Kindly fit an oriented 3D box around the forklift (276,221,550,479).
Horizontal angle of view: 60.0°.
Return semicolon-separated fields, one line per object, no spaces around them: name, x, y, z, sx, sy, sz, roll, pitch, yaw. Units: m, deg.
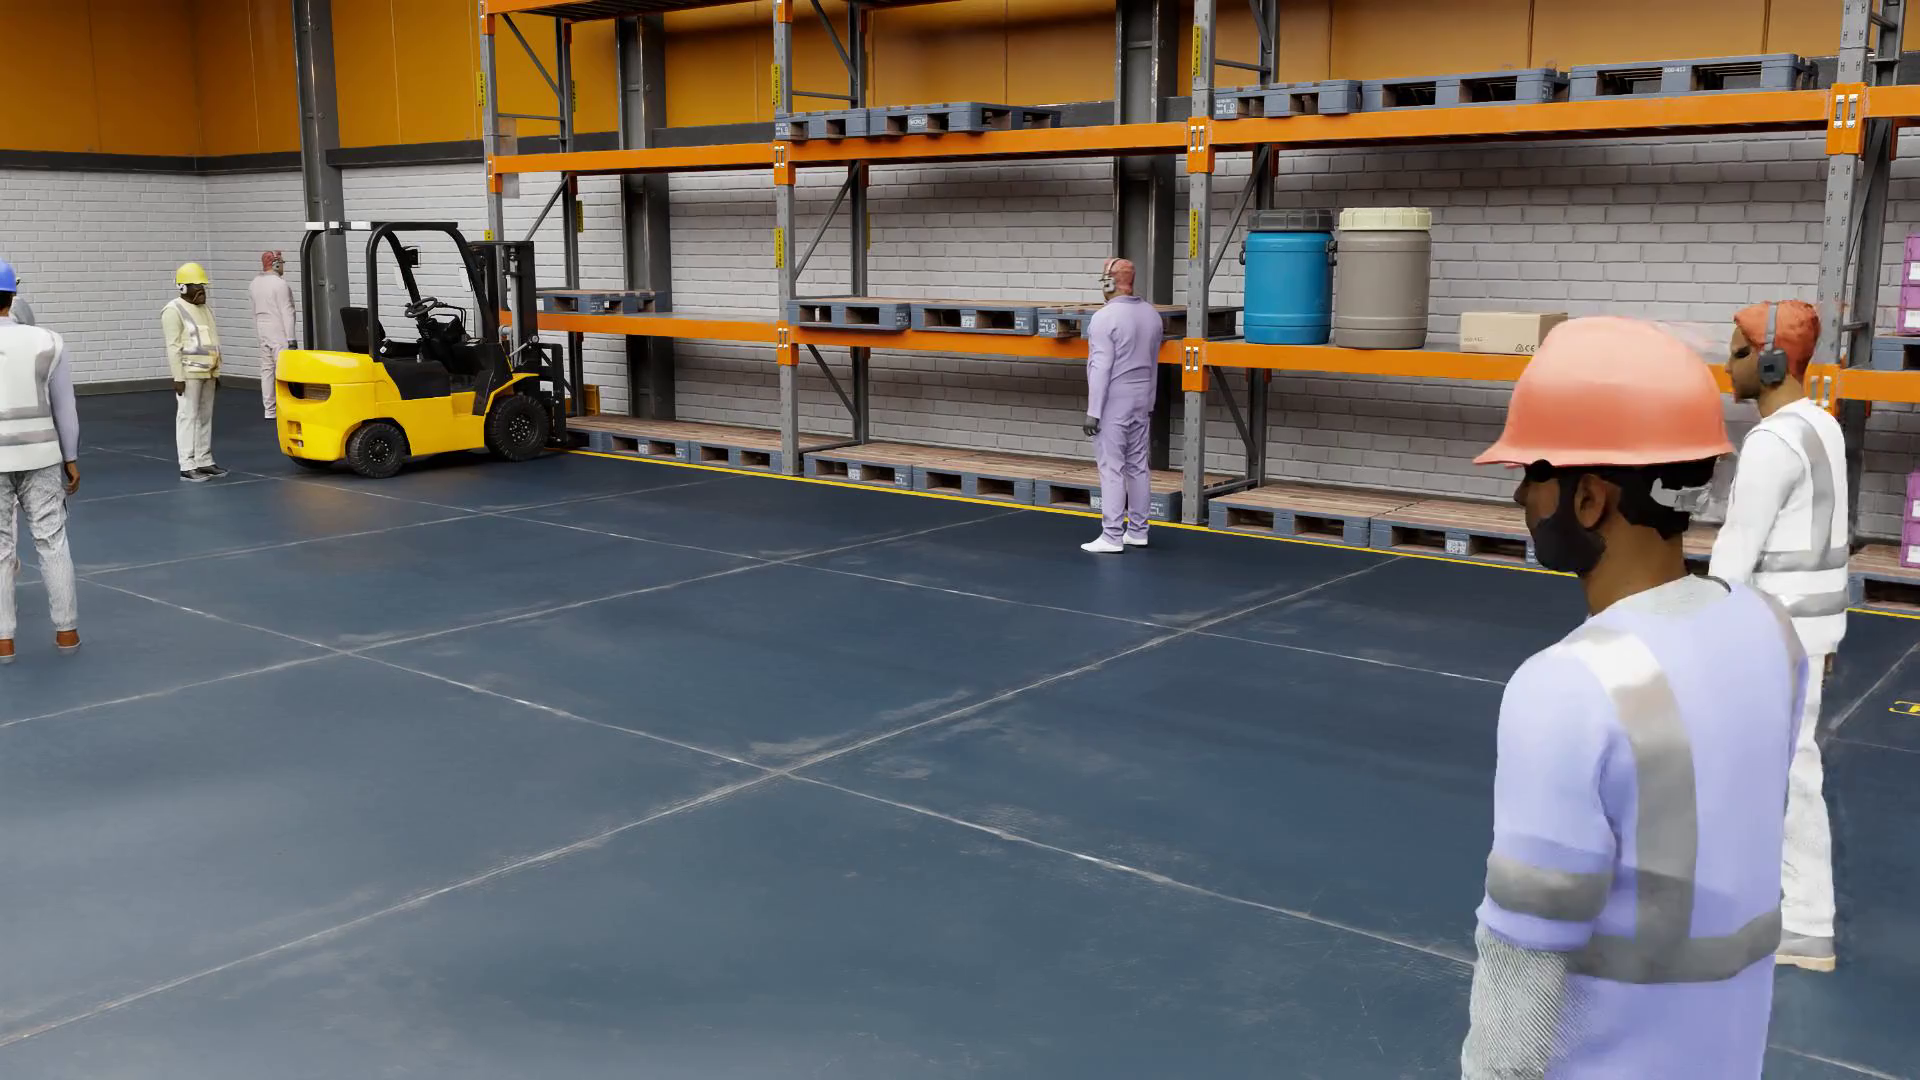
forklift;-4.922;-1.741;14.854;1.214;2.155;2.313;8;13;38

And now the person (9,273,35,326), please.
person;-8.053;-1.428;14.149;0.403;1.826;0.592;-3;11;-16

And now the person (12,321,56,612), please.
person;-5.322;-0.588;9.149;0.651;1.939;0.998;-3;11;-17

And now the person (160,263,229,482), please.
person;-6.445;-1.415;14.050;0.403;1.831;0.597;1;10;7

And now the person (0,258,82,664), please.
person;-4.576;-0.384;8.016;0.615;1.945;0.404;-8;13;-38

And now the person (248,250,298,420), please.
person;-7.651;-2.287;18.674;0.636;1.911;0.405;7;12;33

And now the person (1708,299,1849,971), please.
person;2.188;0.263;4.687;0.737;1.858;0.584;6;12;31

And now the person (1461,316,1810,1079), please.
person;0.815;0.678;2.168;0.555;1.925;0.398;-9;13;-40

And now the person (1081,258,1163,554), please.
person;1.021;-0.865;10.801;0.404;1.904;0.652;10;14;42
